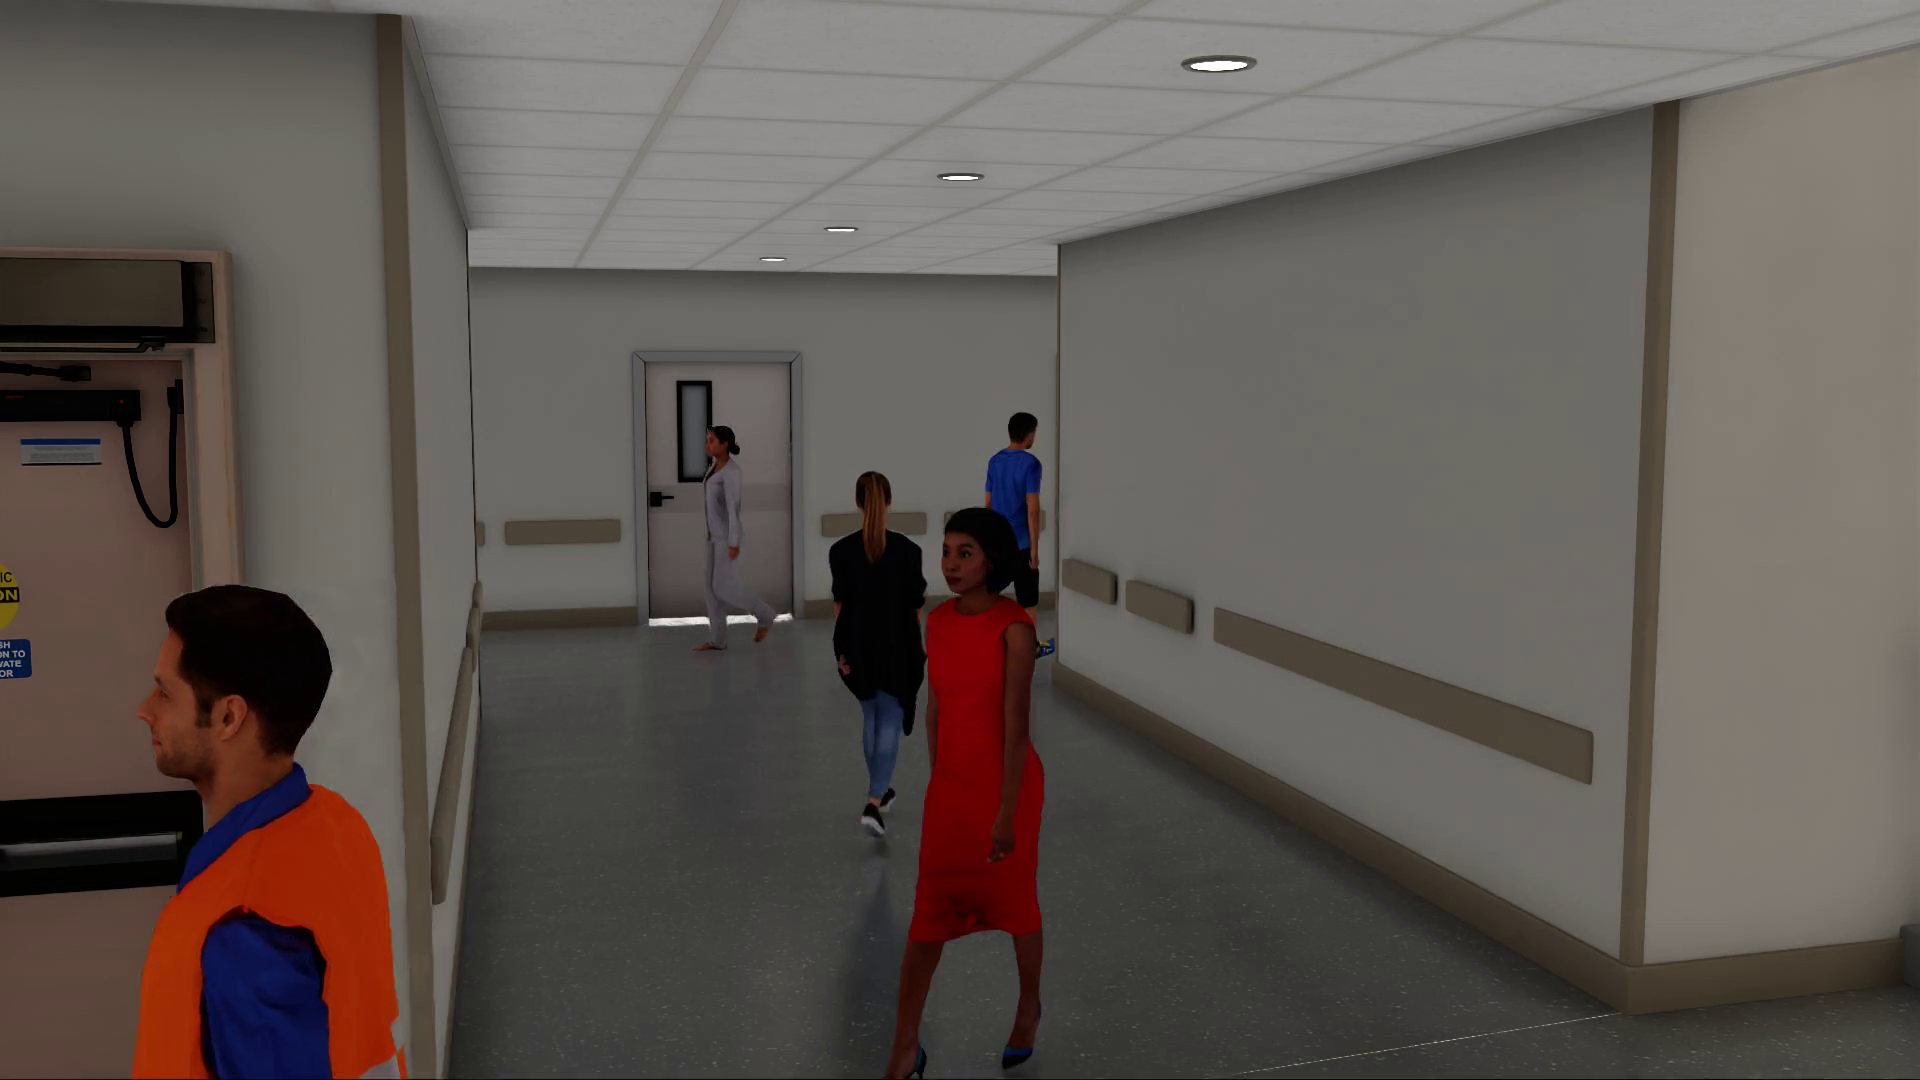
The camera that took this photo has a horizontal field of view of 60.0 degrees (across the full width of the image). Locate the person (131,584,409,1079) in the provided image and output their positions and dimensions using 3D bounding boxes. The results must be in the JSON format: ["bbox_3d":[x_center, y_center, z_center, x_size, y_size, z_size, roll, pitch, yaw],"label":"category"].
[{"bbox_3d":[-0.820,0.989,2.280,1.211,1.832,0.770,-1,6,-8],"label":"person"}]

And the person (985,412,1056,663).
[{"bbox_3d":[0.303,0.060,11.575,1.184,1.819,1.278,4,7,31],"label":"person"}]

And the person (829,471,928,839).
[{"bbox_3d":[-0.374,0.544,7.611,1.123,1.650,1.005,1,6,12],"label":"person"}]

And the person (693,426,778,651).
[{"bbox_3d":[-1.734,-0.008,12.744,0.936,1.721,0.755,-3,7,-28],"label":"person"}]

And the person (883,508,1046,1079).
[{"bbox_3d":[0.129,0.778,4.973,0.983,1.712,1.081,4,7,33],"label":"person"}]
